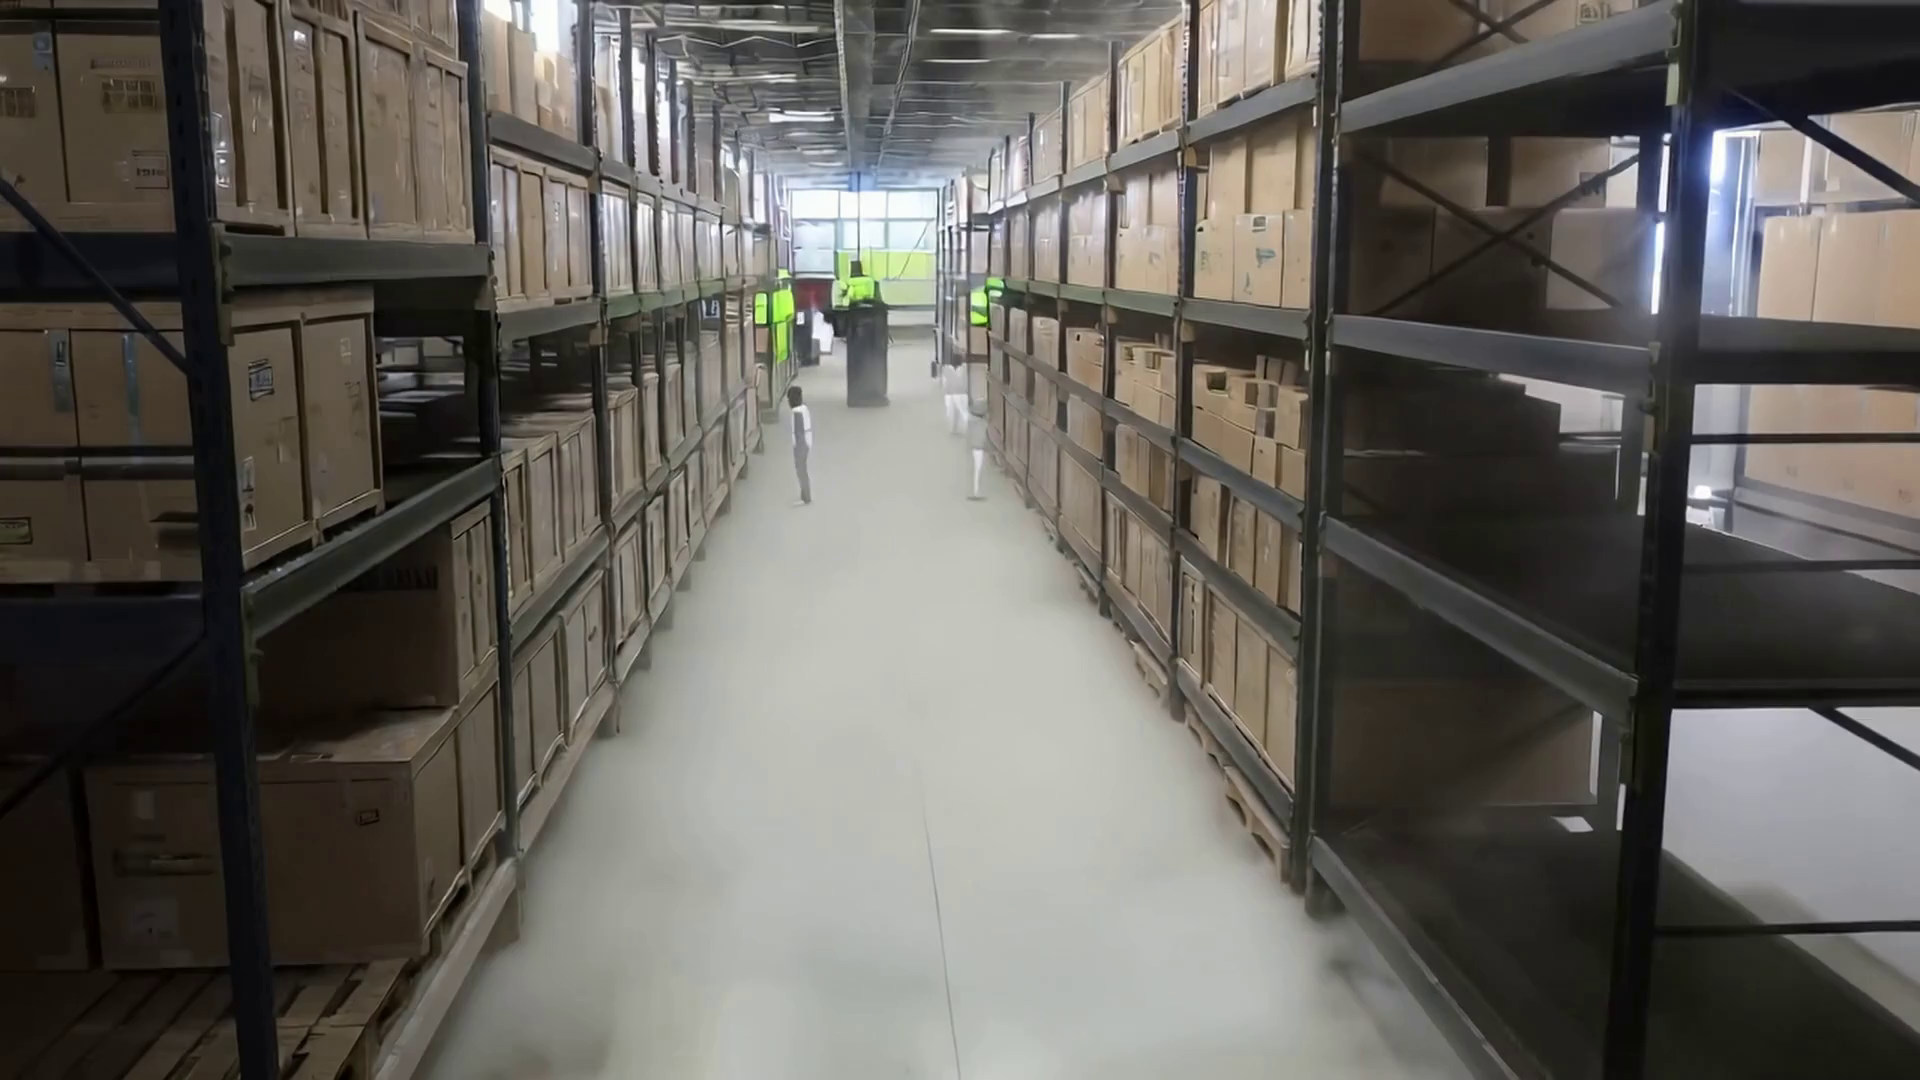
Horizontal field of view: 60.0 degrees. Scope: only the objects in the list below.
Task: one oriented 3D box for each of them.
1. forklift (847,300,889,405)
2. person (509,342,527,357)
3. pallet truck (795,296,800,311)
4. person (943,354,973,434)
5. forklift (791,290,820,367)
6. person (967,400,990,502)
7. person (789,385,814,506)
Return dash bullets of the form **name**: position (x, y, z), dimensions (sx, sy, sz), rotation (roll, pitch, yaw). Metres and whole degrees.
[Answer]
- **forklift**: position (-2.509, -5.104, 44.955), dimensions (1.129, 2.768, 1.873), rotation (-1, 10, -3)
- **person**: position (-10.171, -3.632, 38.823), dimensions (0.629, 1.997, 0.865), rotation (4, 10, 25)
- **pallet truck**: position (-8.622, -12.439, 91.403), dimensions (1.885, 1.965, 0.823), rotation (2, 10, 13)
- **person**: position (-0.018, -3.253, 37.141), dimensions (0.767, 1.809, 0.433), rotation (3, 10, 20)
- **forklift**: position (-5.909, -7.777, 60.920), dimensions (1.129, 2.768, 1.873), rotation (2, 10, 12)
- **person**: position (0.281, -1.433, 26.748), dimensions (0.279, 1.631, 0.504), rotation (-5, 11, -28)
- **person**: position (-2.500, -1.489, 26.238), dimensions (0.373, 1.916, 0.597), rotation (0, 10, -2)
